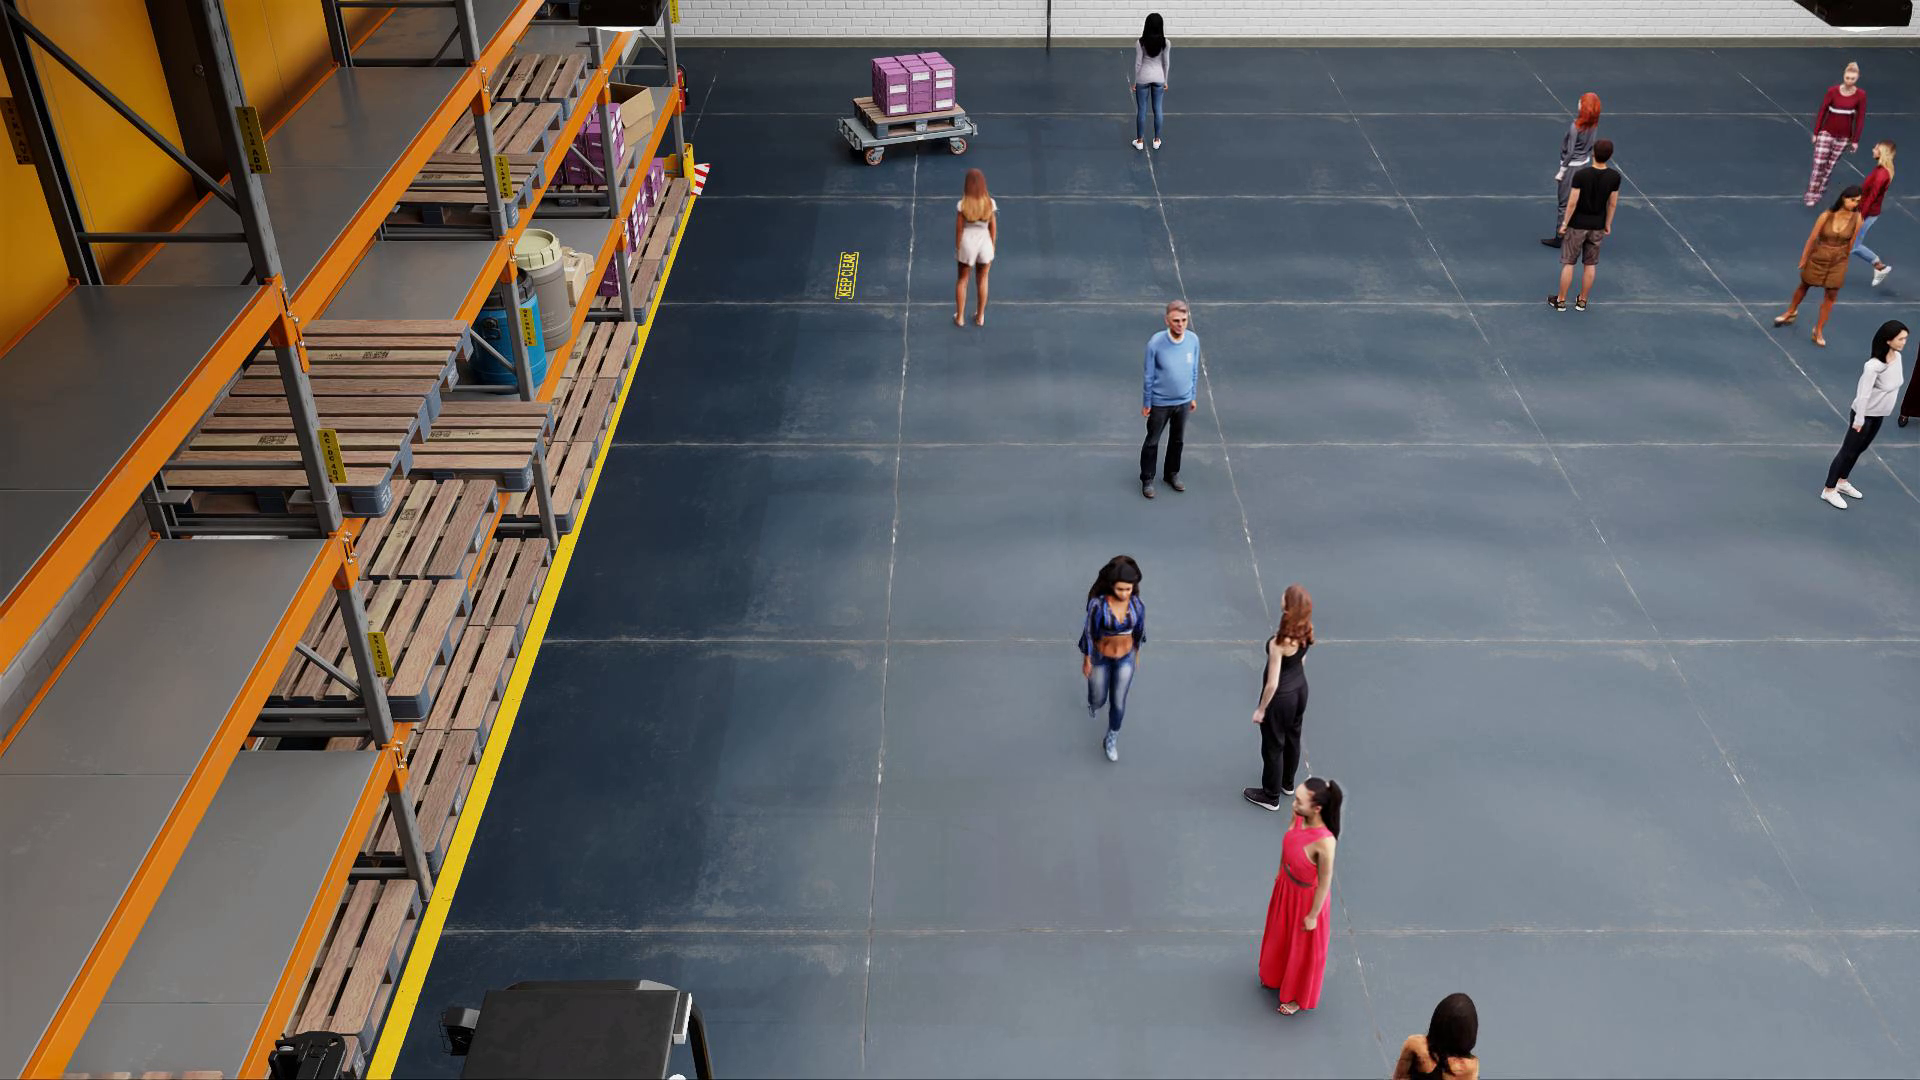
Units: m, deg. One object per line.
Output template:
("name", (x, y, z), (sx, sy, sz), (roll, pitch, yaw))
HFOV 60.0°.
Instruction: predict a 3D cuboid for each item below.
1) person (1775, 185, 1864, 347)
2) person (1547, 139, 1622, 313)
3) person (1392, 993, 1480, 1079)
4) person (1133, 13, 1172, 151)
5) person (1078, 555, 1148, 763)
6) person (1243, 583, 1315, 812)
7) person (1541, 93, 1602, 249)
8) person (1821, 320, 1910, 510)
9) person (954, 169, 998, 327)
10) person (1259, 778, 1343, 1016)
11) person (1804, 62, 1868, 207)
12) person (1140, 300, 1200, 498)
("person", (8.710, -2.821, 16.793), (0.766, 1.654, 0.885), (14, 36, 19))
("person", (6.507, -3.269, 17.280), (0.666, 1.861, 0.575), (1, 34, 2))
("person", (2.272, 2.892, 8.227), (0.755, 1.622, 1.085), (11, 35, 15))
("person", (2.444, -5.881, 21.324), (0.627, 1.736, 0.549), (-3, 34, -5))
("person", (1.026, 0.777, 11.422), (0.677, 1.607, 0.780), (-5, 34, -7))
("person", (2.139, 1.025, 10.922), (0.721, 1.748, 0.659), (28, 43, 36))
("person", (6.907, -4.165, 18.702), (0.656, 1.779, 0.680), (-21, 39, -29))
("person", (7.725, -1.091, 14.149), (0.711, 1.700, 0.754), (-25, 41, -32))
("person", (0.167, -2.956, 16.964), (0.606, 1.690, 0.612), (-3, 34, -5))
("person", (1.944, 2.019, 9.448), (0.743, 1.725, 0.607), (-10, 35, -14))
("person", (10.437, -4.853, 19.830), (0.853, 1.676, 1.038), (11, 35, 16))
("person", (1.800, -1.235, 14.260), (0.714, 1.817, 0.660), (-10, 35, -14))
